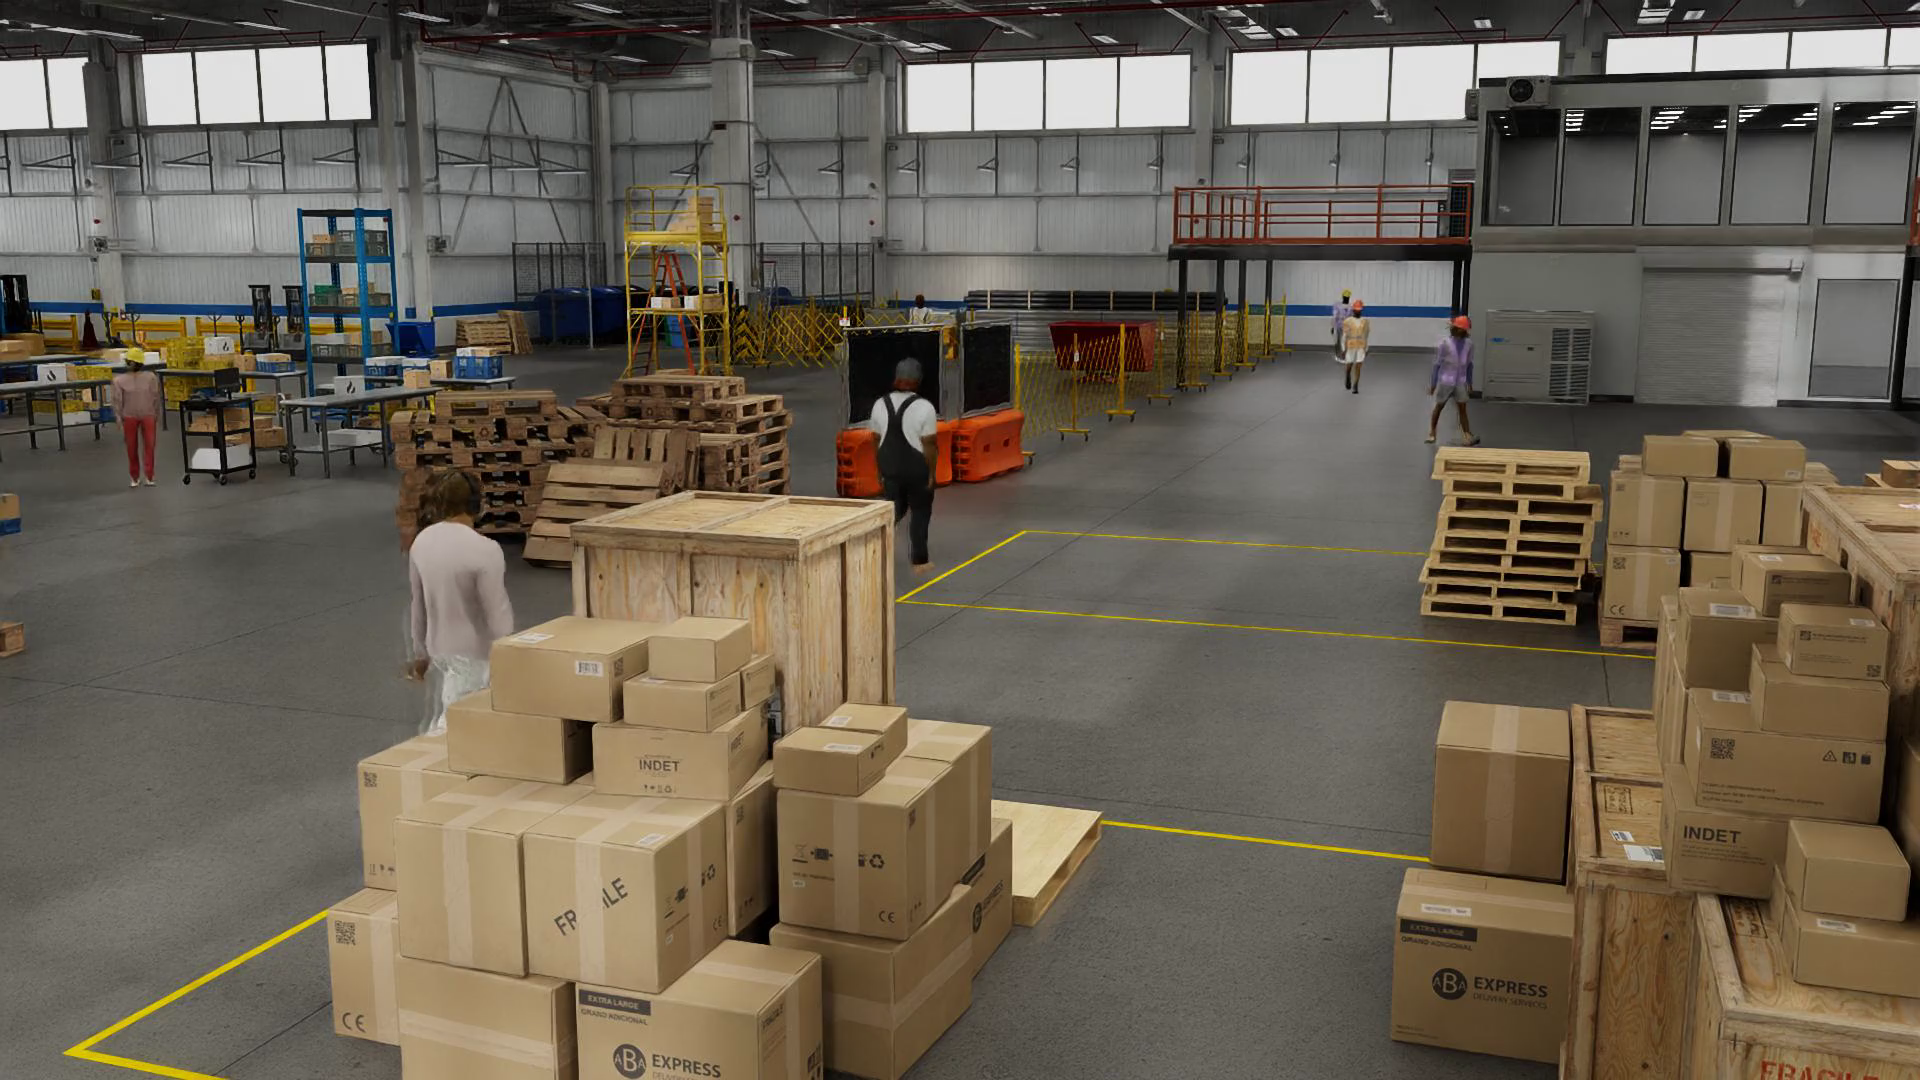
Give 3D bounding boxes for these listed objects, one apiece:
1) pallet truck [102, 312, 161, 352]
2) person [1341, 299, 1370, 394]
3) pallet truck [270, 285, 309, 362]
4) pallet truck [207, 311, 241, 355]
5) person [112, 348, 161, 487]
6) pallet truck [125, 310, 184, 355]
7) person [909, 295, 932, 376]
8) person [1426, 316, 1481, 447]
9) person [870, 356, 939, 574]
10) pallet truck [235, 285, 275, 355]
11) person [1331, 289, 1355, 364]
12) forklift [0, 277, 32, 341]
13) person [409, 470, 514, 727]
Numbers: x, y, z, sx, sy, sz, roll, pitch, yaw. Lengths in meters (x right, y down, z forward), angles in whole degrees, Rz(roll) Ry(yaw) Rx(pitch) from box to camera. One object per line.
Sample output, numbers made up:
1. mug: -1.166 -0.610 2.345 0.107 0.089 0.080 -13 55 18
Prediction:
1. pallet truck: -23.057 -5.777 46.261 0.680 1.201 1.601 3 11 19
2. person: 8.103 -3.961 34.073 0.563 1.924 0.493 0 10 3
3. pallet truck: -17.147 -5.700 43.663 0.823 1.965 1.885 3 11 17
4. pallet truck: -19.537 -5.575 44.913 0.653 1.274 1.630 3 11 19
5. person: -10.260 -1.512 20.758 0.560 1.739 0.651 -5 11 -28
6. pallet truck: -22.038 -5.665 45.457 0.704 1.261 1.522 3 11 17
7. person: -0.929 -4.754 38.657 0.574 1.883 0.356 3 11 19
8. person: 7.453 -2.393 25.138 0.700 1.961 1.107 -2 10 -9
9. person: -0.501 -0.677 15.250 0.681 2.000 0.724 6 12 31
10. pallet truck: -18.327 -5.835 44.421 0.823 1.965 1.885 4 11 23
11. person: 9.810 -5.453 42.509 0.614 1.905 0.457 -2 10 -9
12. forklift: -27.151 -6.329 46.328 1.157 1.987 2.680 3 11 17
13. person: -2.585 0.588 8.554 0.647 1.902 1.012 8 13 38
